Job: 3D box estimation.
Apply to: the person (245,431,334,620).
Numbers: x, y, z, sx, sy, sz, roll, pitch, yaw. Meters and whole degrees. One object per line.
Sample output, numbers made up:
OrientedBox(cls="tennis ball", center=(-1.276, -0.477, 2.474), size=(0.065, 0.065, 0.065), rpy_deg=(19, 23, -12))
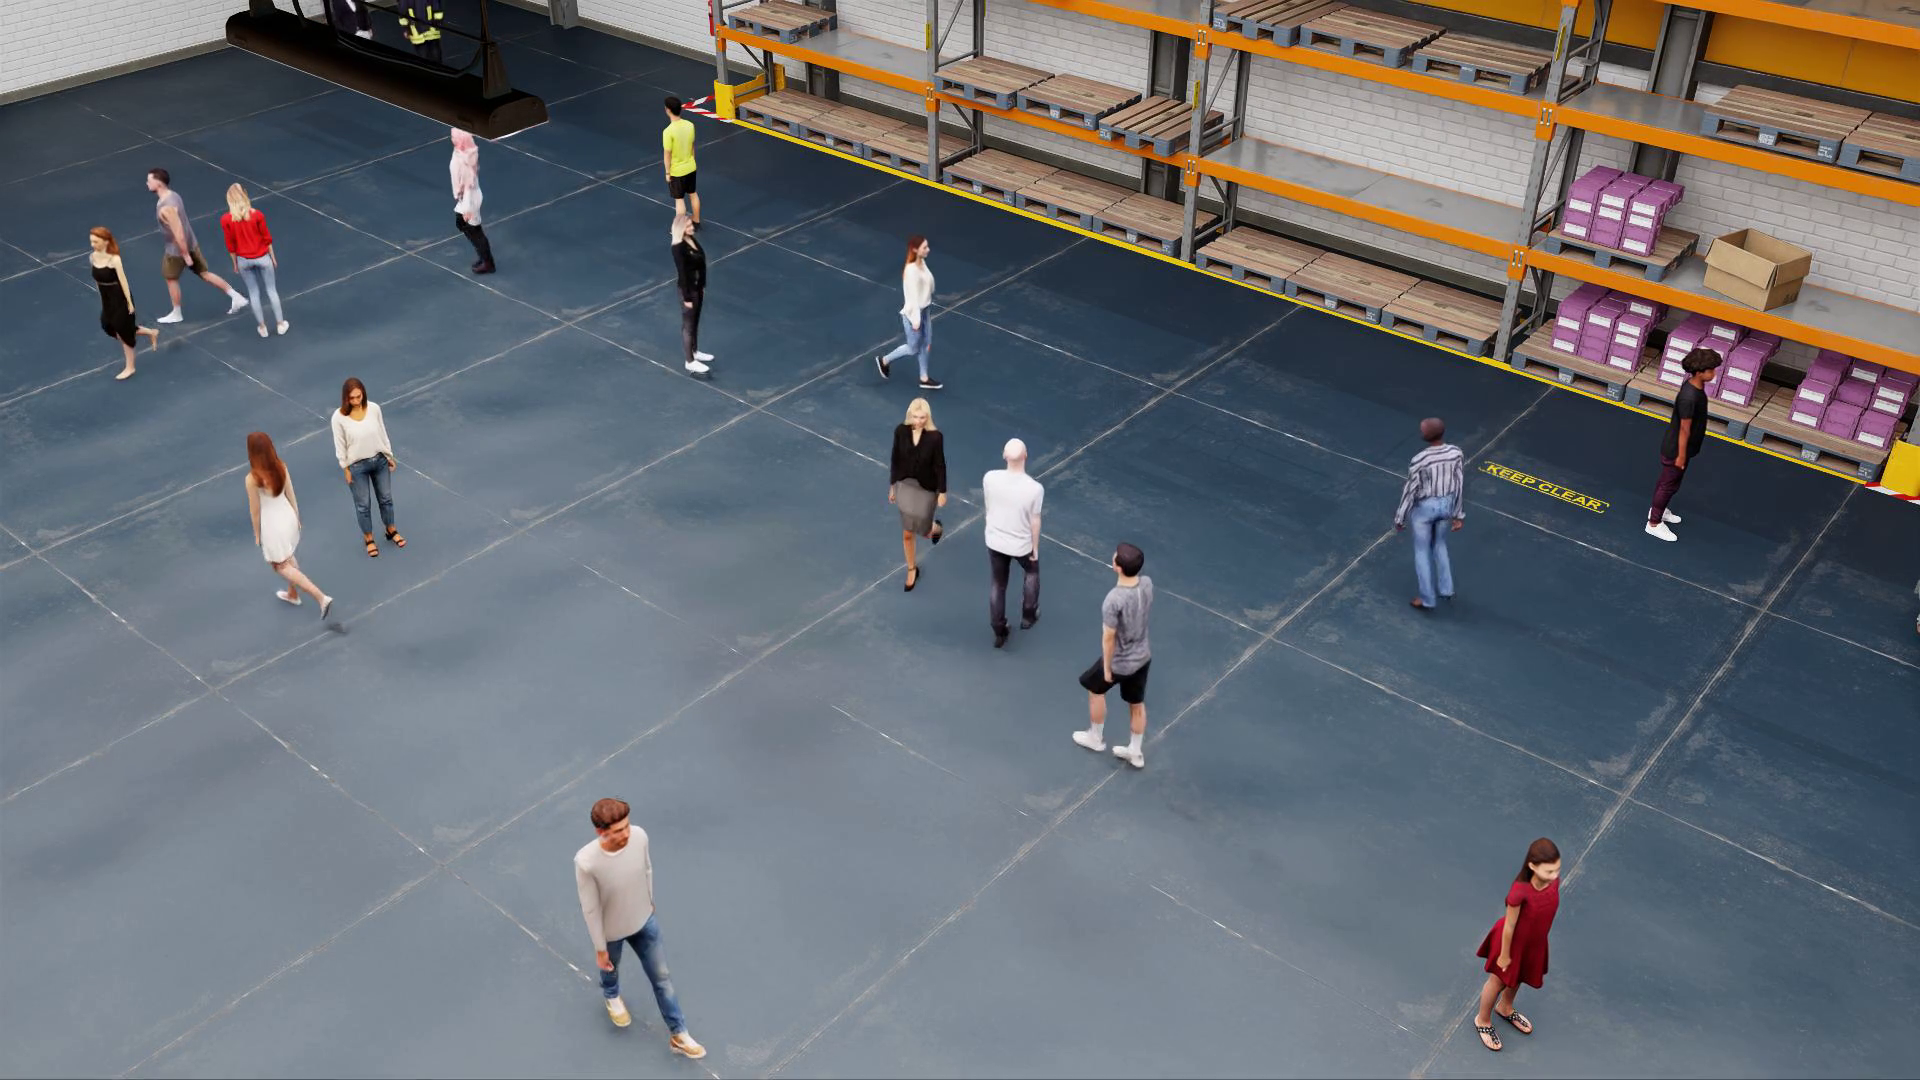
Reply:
OrientedBox(cls="person", center=(-5.469, -0.085, 13.483), size=(1.058, 1.693, 0.707), rpy_deg=(17, 37, 23))

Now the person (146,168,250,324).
OrientedBox(cls="person", center=(-8.433, -3.212, 18.227), size=(1.221, 1.812, 1.180), rpy_deg=(-4, 34, -6))

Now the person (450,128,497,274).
OrientedBox(cls="person", center=(-5.532, -3.902, 19.135), size=(0.853, 1.793, 0.773), rpy_deg=(-7, 34, -11))

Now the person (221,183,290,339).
OrientedBox(cls="person", center=(-7.587, -2.999, 17.858), size=(0.695, 1.703, 0.689), rpy_deg=(-12, 35, -17))

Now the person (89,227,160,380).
OrientedBox(cls="person", center=(-8.635, -2.497, 17.189), size=(0.916, 1.607, 0.793), rpy_deg=(13, 36, 19))

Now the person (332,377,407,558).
OrientedBox(cls="person", center=(-5.126, -0.662, 14.366), size=(0.659, 1.678, 0.607), rpy_deg=(-23, 40, -31))

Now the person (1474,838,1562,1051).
OrientedBox(cls="person", center=(3.347, 2.369, 9.917), size=(0.629, 1.554, 0.688), rpy_deg=(-18, 38, -25))

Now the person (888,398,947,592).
OrientedBox(cls="person", center=(-0.318, -0.420, 13.870), size=(0.936, 1.823, 0.886), rpy_deg=(13, 36, 18))

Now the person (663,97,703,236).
OrientedBox(cls="person", center=(-3.363, -4.529, 20.158), size=(0.531, 1.706, 0.610), rpy_deg=(27, 42, 35))

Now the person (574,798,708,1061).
OrientedBox(cls="person", center=(-2.064, 2.220, 9.864), size=(0.819, 1.860, 1.176), rpy_deg=(-23, 40, -31))

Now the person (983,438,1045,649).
OrientedBox(cls="person", center=(0.368, 0.074, 13.136), size=(0.852, 1.814, 0.878), rpy_deg=(11, 35, 16))

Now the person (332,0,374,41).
OrientedBox(cls="person", center=(-8.917, -7.474, 24.487), size=(0.835, 1.818, 0.972), rpy_deg=(-20, 38, -27))

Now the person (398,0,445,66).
OrientedBox(cls="person", center=(-8.003, -7.686, 24.722), size=(0.909, 1.910, 0.918), rpy_deg=(-10, 35, -14))

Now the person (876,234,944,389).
OrientedBox(cls="person", center=(-0.516, -2.278, 16.801), size=(1.023, 1.674, 0.854), rpy_deg=(8, 35, 12))

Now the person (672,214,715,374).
OrientedBox(cls="person", center=(-2.805, -2.570, 17.227), size=(0.704, 1.687, 0.688), rpy_deg=(4, 34, 6))

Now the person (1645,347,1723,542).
OrientedBox(cls="person", center=(6.331, -0.874, 14.588), size=(0.657, 1.784, 0.670), rpy_deg=(15, 36, 21))

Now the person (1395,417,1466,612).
OrientedBox(cls="person", center=(3.891, -0.166, 13.549), size=(0.821, 1.755, 0.833), rpy_deg=(-4, 34, -6))

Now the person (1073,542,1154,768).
OrientedBox(cls="person", center=(1.256, 0.876, 11.891), size=(0.765, 1.855, 0.881), rpy_deg=(-23, 40, -30))
